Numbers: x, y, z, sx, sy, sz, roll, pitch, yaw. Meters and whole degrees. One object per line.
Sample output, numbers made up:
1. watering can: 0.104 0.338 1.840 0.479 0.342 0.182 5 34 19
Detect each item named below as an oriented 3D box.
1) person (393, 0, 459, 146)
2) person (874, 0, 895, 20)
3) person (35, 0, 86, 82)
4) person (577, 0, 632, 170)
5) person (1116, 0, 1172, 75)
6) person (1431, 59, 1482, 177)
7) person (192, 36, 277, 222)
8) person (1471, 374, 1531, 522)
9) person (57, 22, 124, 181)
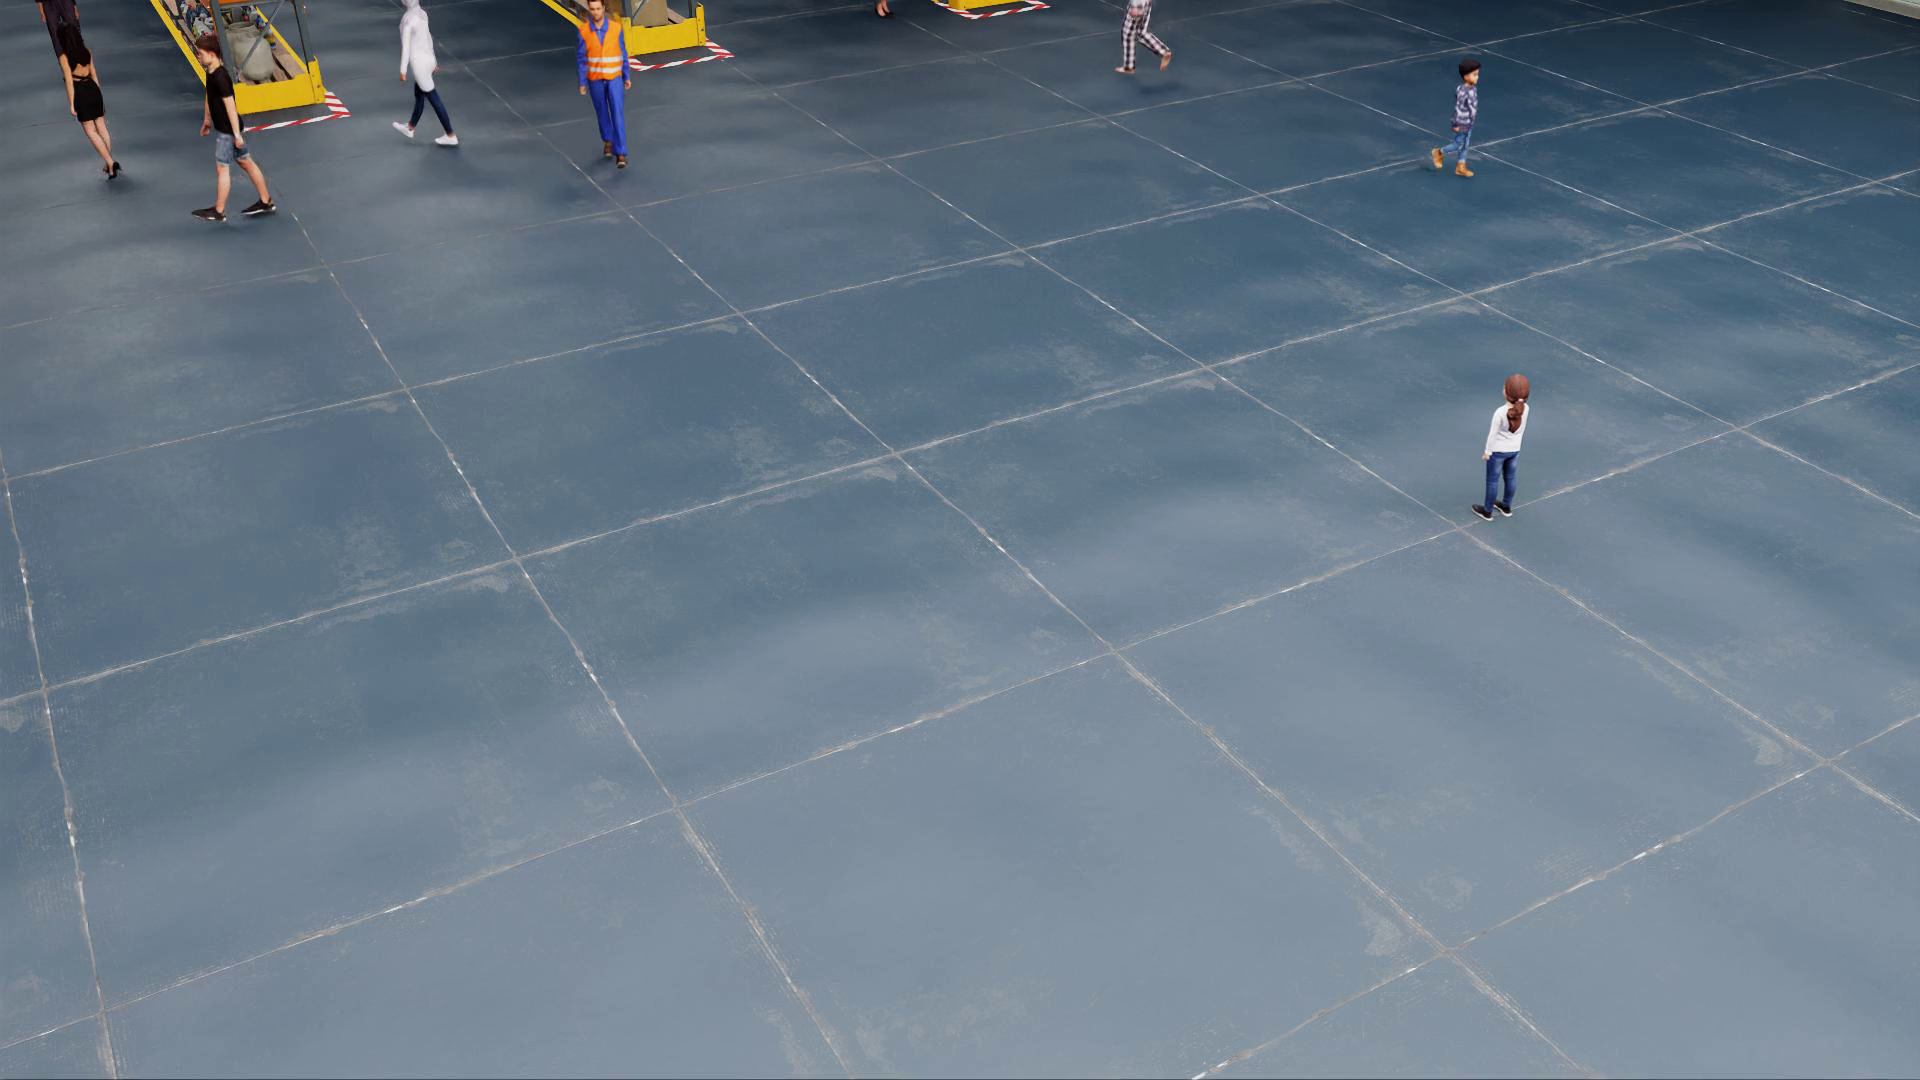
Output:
1. person: -5.884 -5.230 18.469 1.082 1.747 1.062 5 33 8
2. person: -1.060 -8.185 23.181 0.767 1.716 0.736 13 34 19
3. person: -11.181 -6.560 20.647 0.610 1.671 0.537 -14 35 -21
4. person: -3.848 -4.983 18.019 0.993 1.808 1.319 -6 33 -9
5. person: 2.316 -6.684 20.699 1.068 1.827 0.922 16 36 24
6. person: 5.361 -4.522 17.821 0.777 1.240 0.616 26 41 35
7. person: -7.228 -4.126 16.649 0.765 1.821 0.965 -14 35 -21
8. person: 3.883 -0.667 11.833 0.456 1.110 0.482 -13 35 -20
9. person: -9.249 -4.665 17.664 0.815 1.651 0.749 13 35 20
